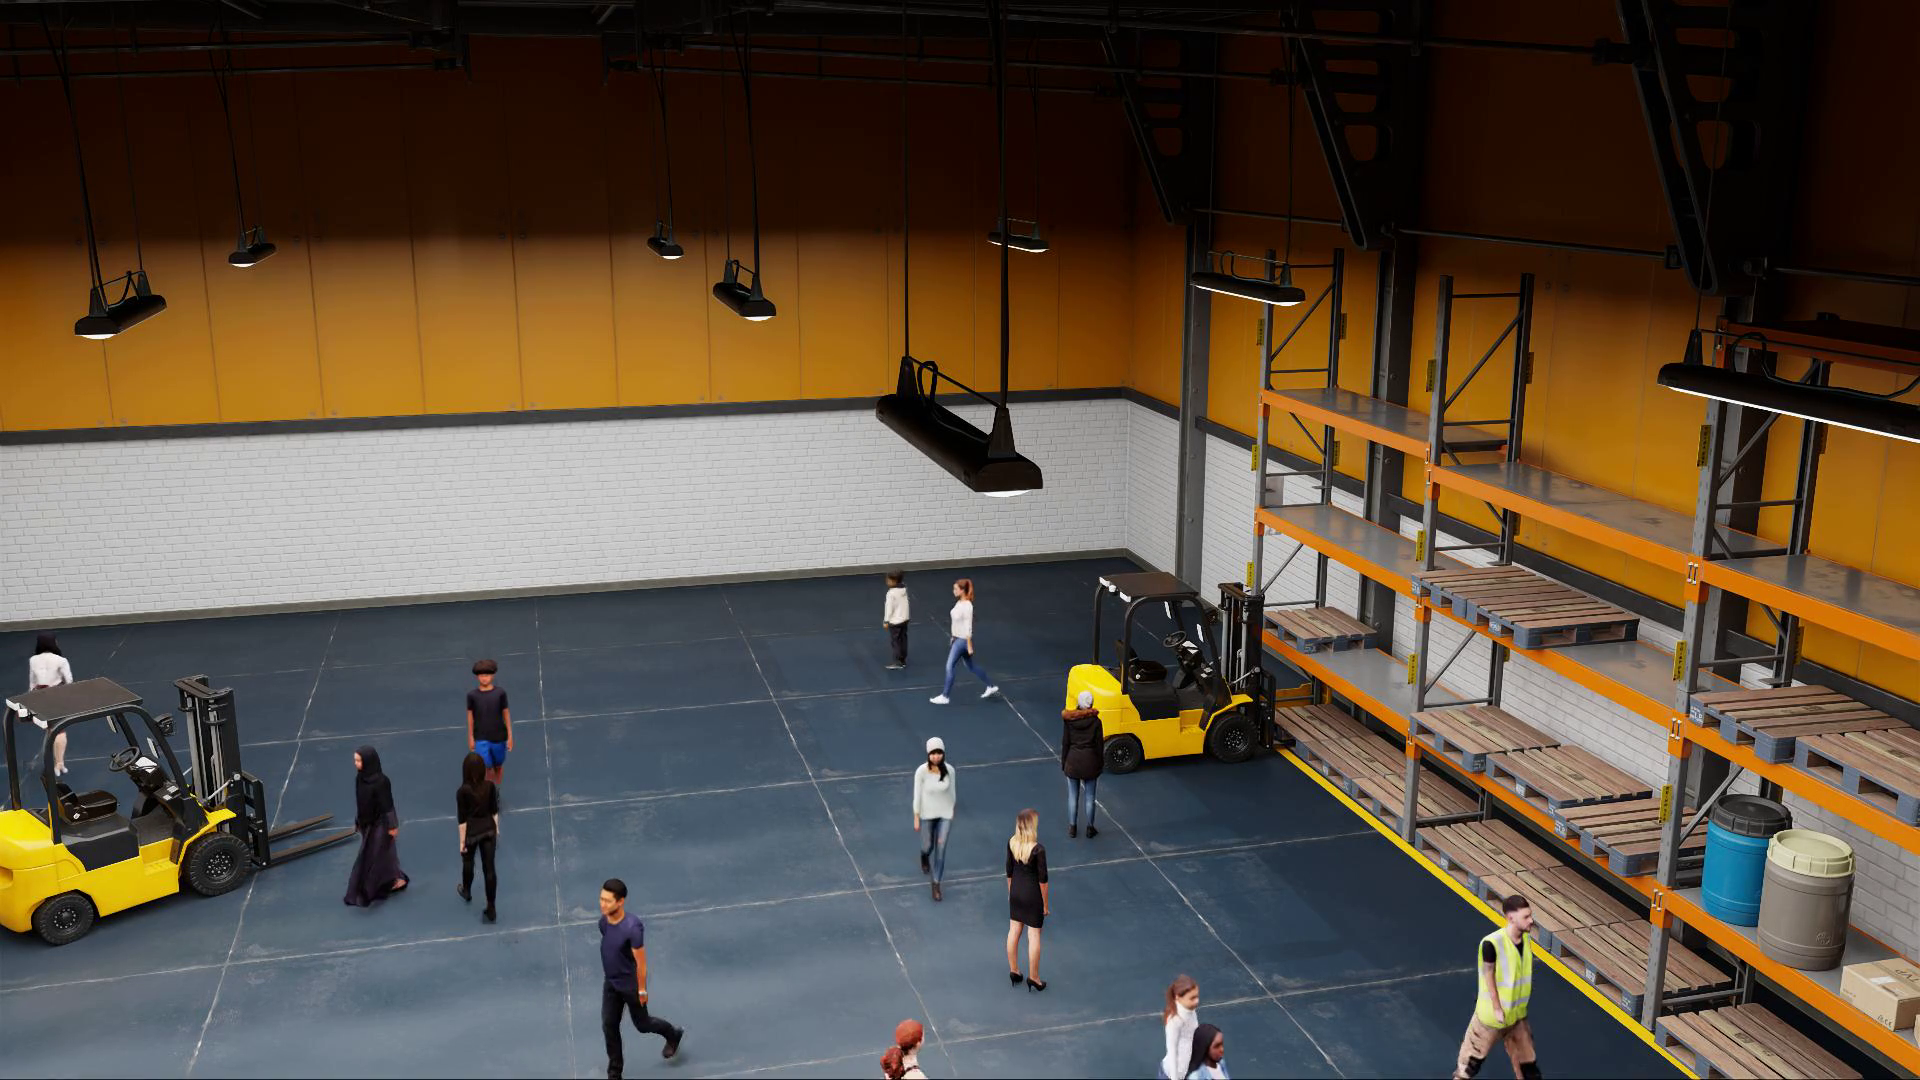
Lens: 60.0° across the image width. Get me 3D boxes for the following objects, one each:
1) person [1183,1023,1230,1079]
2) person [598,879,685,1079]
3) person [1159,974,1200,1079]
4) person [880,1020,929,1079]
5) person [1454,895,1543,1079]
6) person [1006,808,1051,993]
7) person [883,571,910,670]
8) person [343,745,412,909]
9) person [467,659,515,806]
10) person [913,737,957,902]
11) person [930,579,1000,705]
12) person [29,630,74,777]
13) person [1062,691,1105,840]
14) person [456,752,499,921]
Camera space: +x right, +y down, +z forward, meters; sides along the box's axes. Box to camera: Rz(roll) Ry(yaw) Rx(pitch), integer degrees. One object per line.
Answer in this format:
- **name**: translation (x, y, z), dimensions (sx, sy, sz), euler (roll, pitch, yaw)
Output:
- **person**: translation (1.558, 3.983, 11.049), dimensions (0.832, 1.700, 0.773), euler (10, 17, 35)
- **person**: translation (-2.559, 3.457, 13.089), dimensions (1.135, 1.762, 1.126), euler (10, 17, 36)
- **person**: translation (1.526, 3.828, 12.021), dimensions (0.745, 1.543, 0.690), euler (11, 17, 37)
- **person**: translation (-0.408, 3.997, 10.832), dimensions (0.699, 1.773, 0.760), euler (11, 17, 37)
- **person**: translation (4.064, 3.541, 12.667), dimensions (0.896, 1.796, 1.209), euler (-8, 16, -30)
- **person**: translation (0.582, 3.141, 14.577), dimensions (0.584, 1.675, 0.679), euler (11, 17, 37)
- **person**: translation (-0.870, 1.105, 23.504), dimensions (0.694, 1.431, 0.733), euler (-11, 17, -38)
- **person**: translation (-5.655, 2.750, 16.333), dimensions (1.065, 1.608, 1.047), euler (10, 17, 36)
- **person**: translation (-5.199, 2.170, 18.431), dimensions (0.631, 1.749, 1.091), euler (-4, 14, -16)
- **person**: translation (-0.256, 2.705, 16.468), dimensions (0.613, 1.632, 0.884), euler (-2, 14, -10)
- **person**: translation (0.131, 1.356, 21.935), dimensions (0.778, 1.681, 1.125), euler (-2, 14, -8)
- **person**: translation (-10.627, 1.935, 19.428), dimensions (0.670, 1.736, 0.675), euler (-1, 14, -4)
- **person**: translation (1.312, 2.385, 17.788), dimensions (0.722, 1.633, 0.744), euler (2, 14, 9)
- **person**: translation (-4.563, 2.860, 15.886), dimensions (0.802, 1.605, 1.064), euler (-9, 16, -33)
